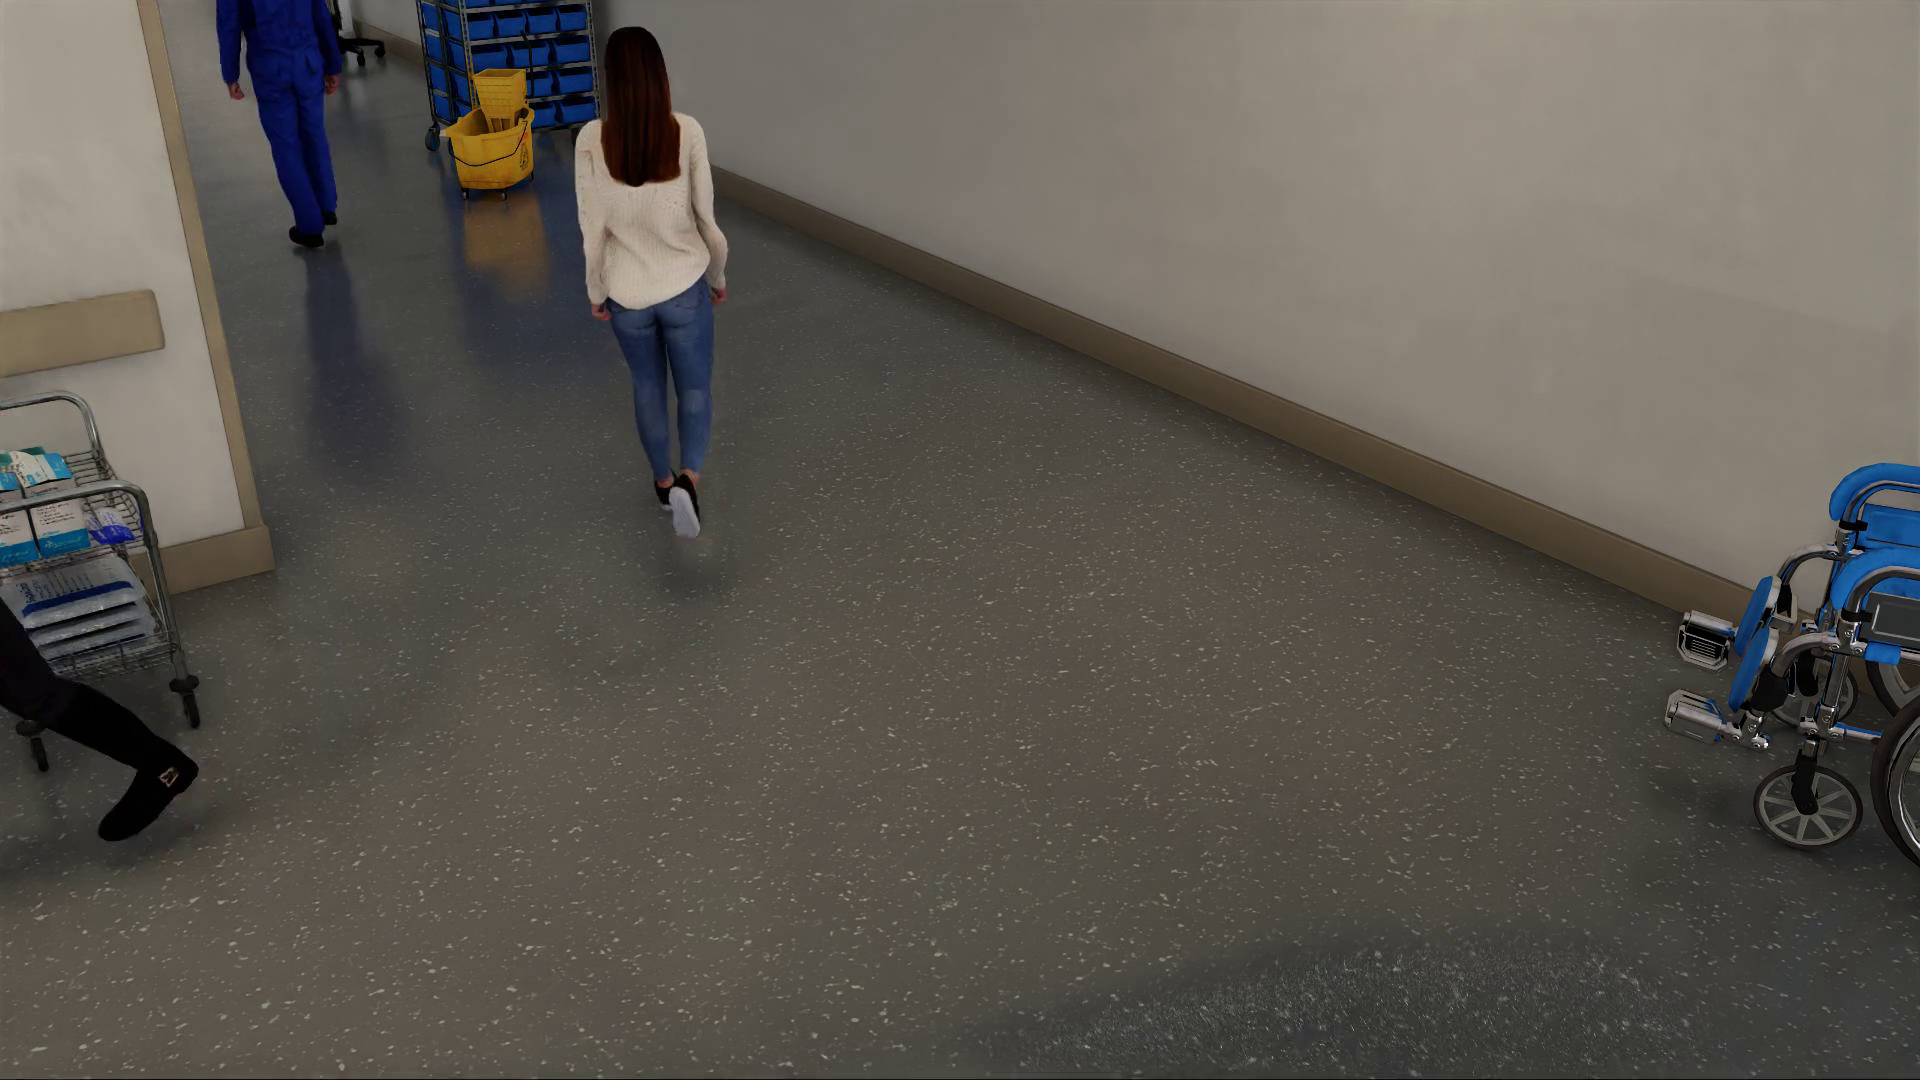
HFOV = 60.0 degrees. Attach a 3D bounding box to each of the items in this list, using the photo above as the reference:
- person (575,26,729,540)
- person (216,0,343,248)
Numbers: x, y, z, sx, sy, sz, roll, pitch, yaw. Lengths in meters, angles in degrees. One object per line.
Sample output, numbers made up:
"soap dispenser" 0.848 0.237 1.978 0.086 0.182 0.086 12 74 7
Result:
"person" -0.981 -0.791 5.451 1.028 1.671 0.974 -4 26 -7
"person" -3.484 -2.431 8.692 0.645 1.811 0.850 -21 33 -37
